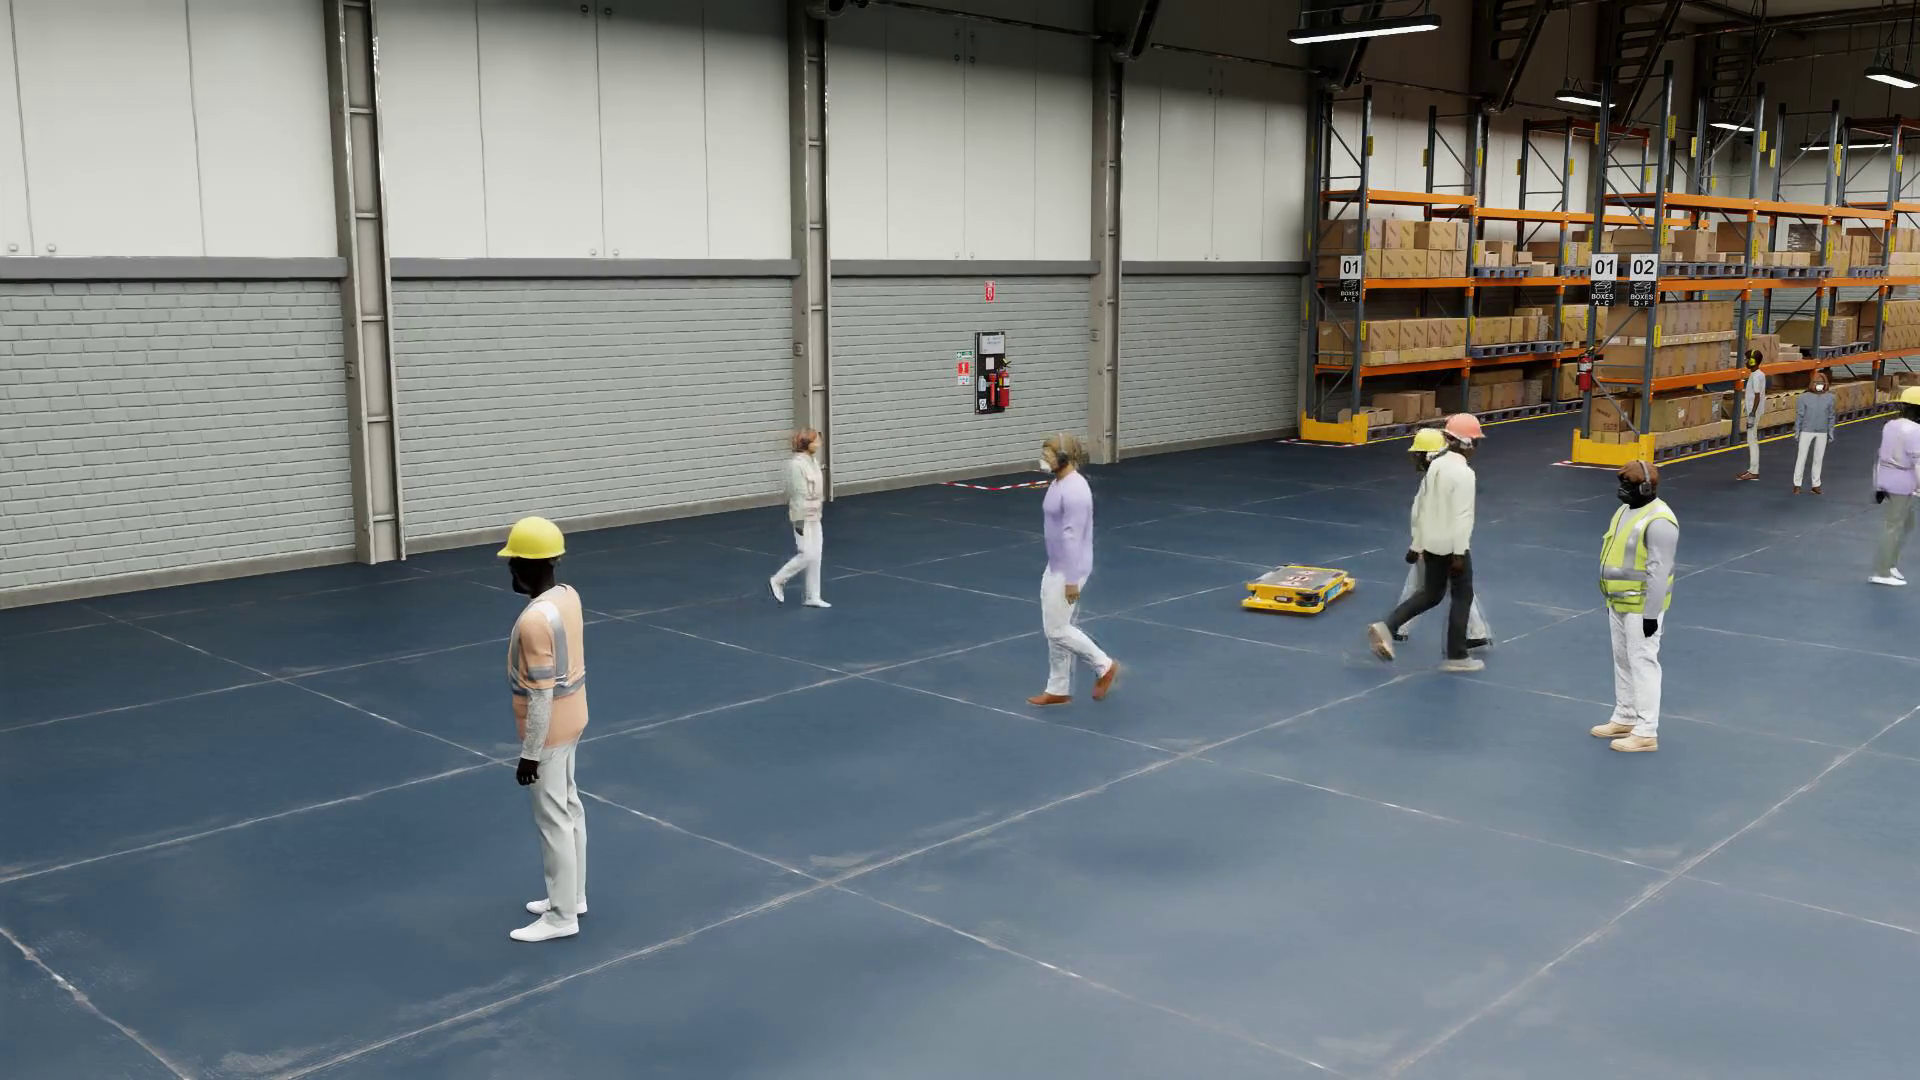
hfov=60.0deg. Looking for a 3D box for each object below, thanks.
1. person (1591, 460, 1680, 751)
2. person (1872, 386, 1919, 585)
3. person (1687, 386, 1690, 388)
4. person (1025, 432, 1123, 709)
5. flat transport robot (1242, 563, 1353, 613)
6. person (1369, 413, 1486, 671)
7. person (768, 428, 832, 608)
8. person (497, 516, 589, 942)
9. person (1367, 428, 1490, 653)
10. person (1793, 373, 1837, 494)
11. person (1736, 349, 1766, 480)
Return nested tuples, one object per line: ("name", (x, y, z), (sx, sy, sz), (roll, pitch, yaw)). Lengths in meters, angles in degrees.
("person", (4.260, 0.406, 10.514), (0.429, 1.835, 0.630), (0, 9, -1))
("person", (9.004, -0.504, 15.844), (0.547, 1.908, 0.611), (1, 9, 6))
("person", (13.188, -2.793, 30.616), (0.276, 1.633, 0.507), (-9, 13, -44))
("person", (0.771, 0.223, 11.348), (0.555, 1.923, 0.650), (-2, 9, -9))
("flat transport robot", (3.091, 0.426, 15.135), (0.652, 0.197, 1.431), (5, 10, 26))
("person", (3.543, 0.025, 12.456), (0.802, 1.969, 0.628), (-2, 10, -12))
("person", (-1.409, -0.191, 14.762), (0.460, 1.621, 0.532), (3, 10, 20))
("person", (-1.874, 0.848, 7.525), (0.359, 1.930, 0.587), (0, 9, 0))
("person", (3.775, 0.008, 13.157), (0.945, 1.780, 0.586), (3, 10, 16))
("person", (11.442, -1.424, 22.272), (0.503, 1.632, 0.274), (2, 9, 9))
("person", (11.314, -1.783, 23.754), (0.317, 1.865, 0.523), (5, 11, 28))
